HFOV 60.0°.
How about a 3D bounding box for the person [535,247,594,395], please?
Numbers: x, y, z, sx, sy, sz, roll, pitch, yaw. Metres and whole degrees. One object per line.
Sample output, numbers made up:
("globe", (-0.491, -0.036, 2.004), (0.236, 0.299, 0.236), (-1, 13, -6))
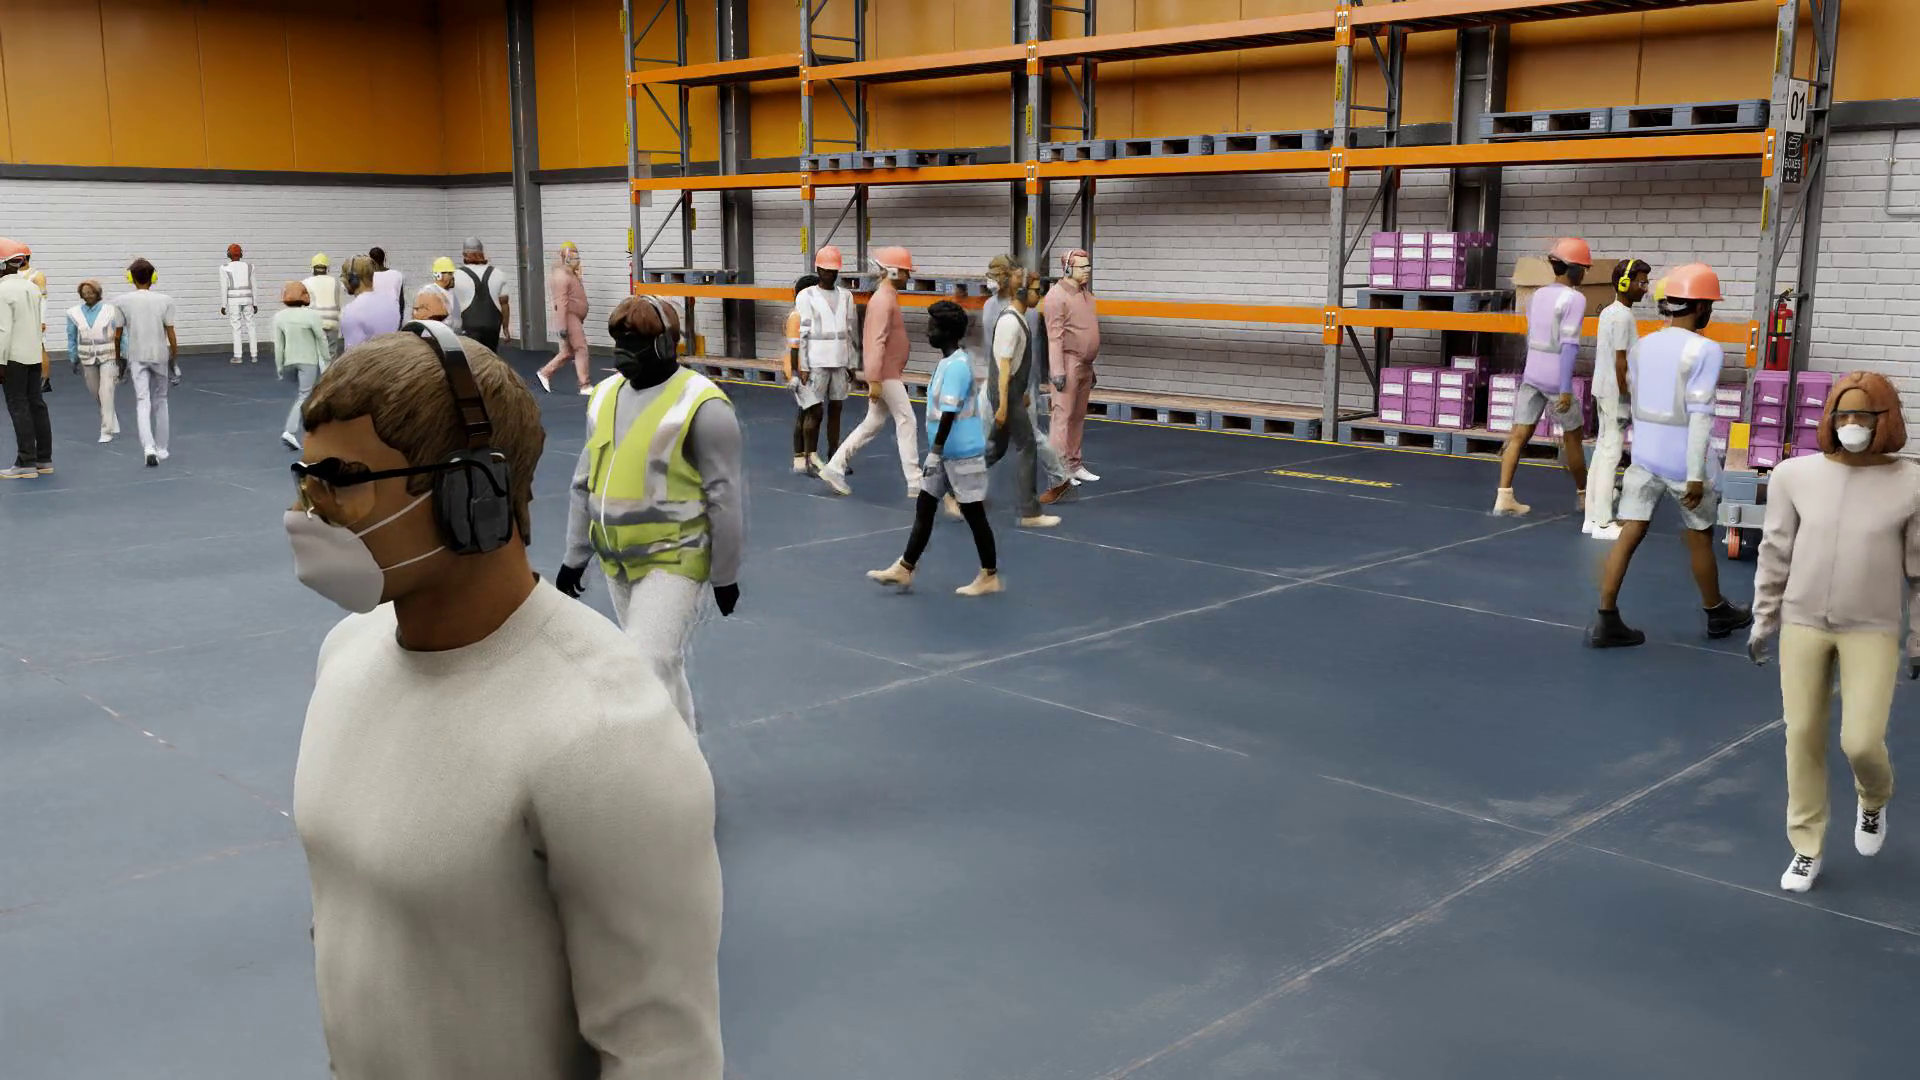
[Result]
("person", (-4.973, -2.761, 21.043), (0.833, 1.877, 0.650), (-1, 10, -3))

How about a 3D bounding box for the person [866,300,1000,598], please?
("person", (-0.148, -0.486, 9.231), (0.812, 1.663, 0.539), (-2, 11, -10))

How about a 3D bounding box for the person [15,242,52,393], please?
("person", (-11.997, -2.851, 21.394), (0.542, 1.929, 0.374), (3, 11, 18))

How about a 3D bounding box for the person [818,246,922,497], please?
("person", (-0.628, -1.289, 12.833), (0.975, 1.954, 0.630), (0, 10, -2))

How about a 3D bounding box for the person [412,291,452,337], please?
("person", (-3.860, -1.091, 12.686), (0.659, 1.606, 0.512), (1, 10, 7))

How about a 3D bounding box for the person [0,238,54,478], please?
("person", (-7.894, -1.515, 13.927), (0.381, 1.994, 0.622), (0, 10, 0))

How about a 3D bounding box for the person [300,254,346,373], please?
("person", (-8.251, -2.787, 21.492), (0.598, 1.782, 0.947), (-8, 13, -37))

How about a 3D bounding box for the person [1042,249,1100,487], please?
("person", (0.934, -1.400, 13.545), (0.410, 1.909, 0.643), (6, 12, 29))

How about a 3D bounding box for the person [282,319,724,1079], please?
("person", (-0.510, 0.737, 1.801), (0.636, 1.938, 0.358), (10, 14, 43))

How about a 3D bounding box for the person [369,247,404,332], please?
("person", (-7.582, -2.927, 21.988), (0.604, 1.871, 0.996), (-9, 14, -41))

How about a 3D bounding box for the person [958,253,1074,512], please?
("person", (0.414, -1.156, 12.262), (0.998, 1.903, 0.642), (-6, 12, -31))

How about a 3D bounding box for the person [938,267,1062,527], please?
("person", (0.249, -0.980, 11.542), (0.865, 1.817, 0.511), (0, 10, 0))

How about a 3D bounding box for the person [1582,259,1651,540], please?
("person", (4.398, -0.933, 11.121), (0.330, 1.865, 0.518), (2, 11, 9))

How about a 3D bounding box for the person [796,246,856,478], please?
("person", (-1.102, -1.489, 13.953), (0.549, 1.933, 0.373), (-8, 13, -36))

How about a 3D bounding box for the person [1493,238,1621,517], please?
("person", (4.322, -1.154, 11.952), (1.026, 1.987, 0.667), (-3, 11, -17))

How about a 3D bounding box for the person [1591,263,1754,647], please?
("person", (3.542, -0.410, 8.203), (0.978, 1.881, 0.567), (-4, 11, -23))

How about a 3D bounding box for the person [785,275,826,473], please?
("person", (-1.206, -1.387, 14.040), (0.526, 1.683, 0.555), (2, 11, 11))

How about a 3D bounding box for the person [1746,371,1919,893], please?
("person", (2.741, 0.281, 5.164), (0.504, 1.621, 0.431), (9, 14, 40))

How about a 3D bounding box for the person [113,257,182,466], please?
("person", (-7.217, -1.583, 14.763), (0.529, 1.832, 0.941), (-5, 11, -25))

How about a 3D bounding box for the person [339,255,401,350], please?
("person", (-4.206, -1.078, 11.903), (0.974, 1.896, 0.636), (3, 11, 17))

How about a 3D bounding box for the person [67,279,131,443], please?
("person", (-8.516, -1.789, 16.513), (0.535, 1.606, 0.776), (-2, 11, -9))

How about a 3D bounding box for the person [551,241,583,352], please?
("person", (-6.427, -3.938, 27.343), (0.594, 1.919, 0.377), (4, 11, 22))

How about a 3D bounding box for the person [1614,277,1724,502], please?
("person", (5.467, -1.141, 12.684), (0.942, 1.700, 0.537), (8, 13, 37))

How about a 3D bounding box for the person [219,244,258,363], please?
("person", (-11.458, -3.755, 26.450), (0.573, 1.883, 0.353), (-10, 14, -42))

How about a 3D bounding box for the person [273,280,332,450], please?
("person", (-6.308, -1.670, 15.854), (0.504, 1.600, 0.810), (3, 11, 14))

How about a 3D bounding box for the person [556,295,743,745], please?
("person", (-1.101, 0.097, 5.618), (0.631, 1.822, 0.643), (9, 14, 41))

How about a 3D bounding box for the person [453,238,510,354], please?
("person", (-5.596, -2.497, 19.159), (0.706, 2.000, 0.999), (-7, 12, -32))

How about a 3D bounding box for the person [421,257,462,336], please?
("person", (-5.776, -2.234, 18.426), (0.930, 1.797, 0.592), (5, 11, 25))
